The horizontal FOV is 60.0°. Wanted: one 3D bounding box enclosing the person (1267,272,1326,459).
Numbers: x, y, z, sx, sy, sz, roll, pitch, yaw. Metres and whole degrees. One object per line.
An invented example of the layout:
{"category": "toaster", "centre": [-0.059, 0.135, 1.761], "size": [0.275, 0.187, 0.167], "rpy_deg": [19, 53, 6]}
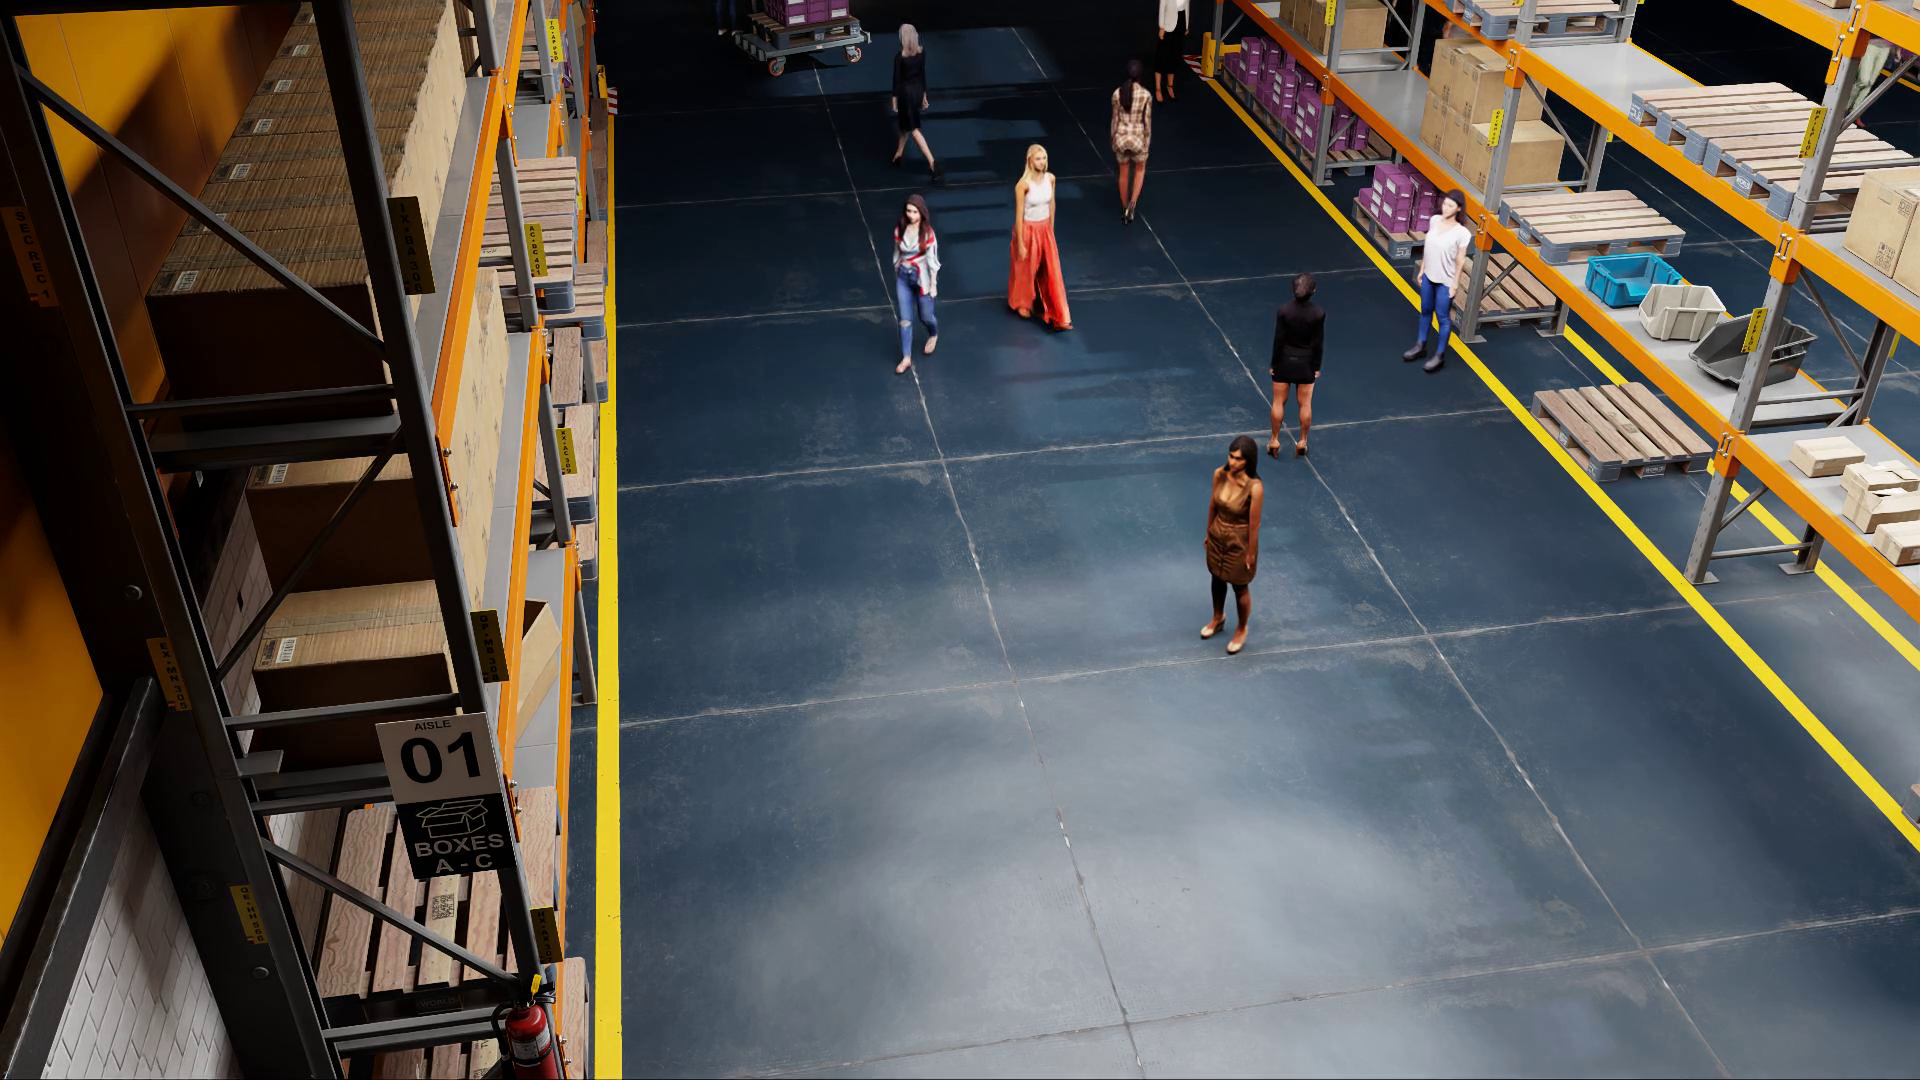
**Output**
{"category": "person", "centre": [2.718, -1.404, 13.482], "size": [0.642, 1.639, 0.694], "rpy_deg": [5, 34, 7]}

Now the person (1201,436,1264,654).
{"category": "person", "centre": [1.851, 0.025, 11.291], "size": [0.701, 1.683, 0.607], "rpy_deg": [-27, 42, -35]}

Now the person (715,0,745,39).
{"category": "person", "centre": [-3.296, -7.924, 23.209], "size": [0.654, 1.728, 0.659], "rpy_deg": [12, 35, 17]}

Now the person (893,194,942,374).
{"category": "person", "centre": [-0.365, -2.337, 14.921], "size": [0.874, 1.598, 1.005], "rpy_deg": [12, 35, 18]}

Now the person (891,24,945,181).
{"category": "person", "centre": [-0.497, -4.861, 18.626], "size": [0.992, 1.702, 1.210], "rpy_deg": [-28, 43, -35]}

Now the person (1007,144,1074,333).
{"category": "person", "centre": [0.631, -2.853, 15.550], "size": [0.943, 1.763, 1.279], "rpy_deg": [-18, 38, -25]}

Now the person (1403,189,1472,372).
{"category": "person", "centre": [4.288, -2.321, 14.822], "size": [0.723, 1.682, 0.580], "rpy_deg": [-18, 38, -25]}

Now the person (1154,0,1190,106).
{"category": "person", "centre": [2.660, -6.384, 20.777], "size": [0.696, 1.857, 0.667], "rpy_deg": [-21, 39, -28]}

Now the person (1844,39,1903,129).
{"category": "person", "centre": [11.019, -5.954, 20.129], "size": [0.692, 1.858, 0.636], "rpy_deg": [-4, 34, -6]}

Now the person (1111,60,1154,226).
{"category": "person", "centre": [1.773, -4.114, 17.426], "size": [0.712, 1.785, 0.802], "rpy_deg": [7, 34, 10]}
